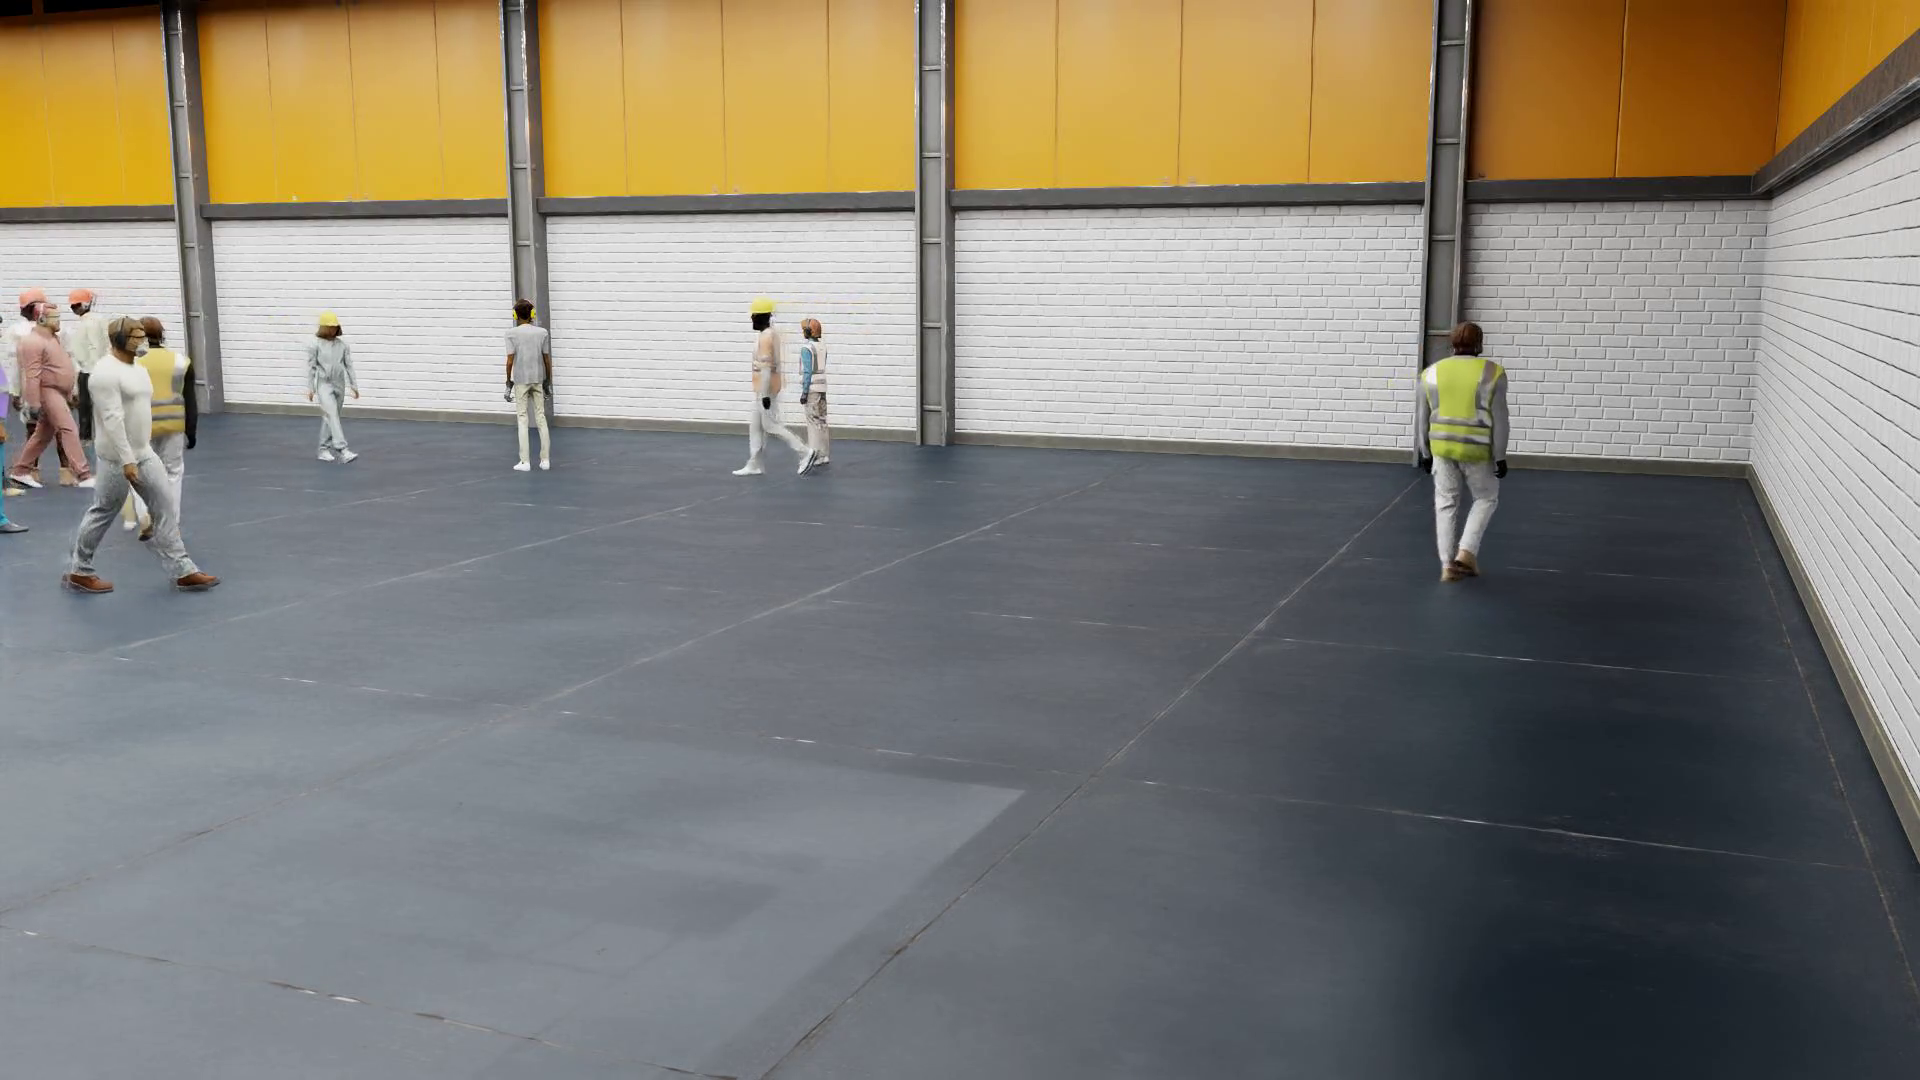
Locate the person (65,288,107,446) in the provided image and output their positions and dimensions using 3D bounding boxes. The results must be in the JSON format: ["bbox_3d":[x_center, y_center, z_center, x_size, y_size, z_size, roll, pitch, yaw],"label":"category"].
[{"bbox_3d":[-10.609,-2.127,20.510,0.842,1.963,0.610,-8,12,-40],"label":"person"}]

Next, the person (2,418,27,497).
[{"bbox_3d":[-9.497,-1.305,15.976,0.868,1.814,0.522,0,9,3],"label":"person"}]

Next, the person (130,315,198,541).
[{"bbox_3d":[-6.441,-0.879,13.319,0.640,1.827,0.429,-6,11,-31],"label":"person"}]

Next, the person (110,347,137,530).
[{"bbox_3d":[-7.056,-0.907,14.142,0.502,1.613,0.620,-3,10,-18],"label":"person"}]

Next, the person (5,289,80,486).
[{"bbox_3d":[-9.306,-1.537,16.896,0.636,1.983,0.880,-8,12,-40],"label":"person"}]

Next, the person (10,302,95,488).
[{"bbox_3d":[-9.058,-1.428,16.553,0.969,1.866,0.654,-2,10,-11],"label":"person"}]

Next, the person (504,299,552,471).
[{"bbox_3d":[-4.695,-1.679,18.058,0.521,1.863,0.319,-6,11,-32],"label":"person"}]

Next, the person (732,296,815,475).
[{"bbox_3d":[-1.978,-1.614,17.557,0.817,1.904,0.591,-1,9,-4],"label":"person"}]

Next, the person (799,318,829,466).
[{"bbox_3d":[-1.626,-1.639,18.485,0.309,1.639,0.523,3,10,19],"label":"person"}]

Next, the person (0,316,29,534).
[{"bbox_3d":[-8.086,-0.966,13.811,0.388,1.837,0.564,-9,13,-43],"label":"person"}]

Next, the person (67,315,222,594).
[{"bbox_3d":[-5.616,-0.562,11.224,1.013,1.896,0.644,1,9,4],"label":"person"}]

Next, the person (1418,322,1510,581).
[{"bbox_3d":[3.529,-0.609,11.665,0.656,1.829,0.451,7,11,35],"label":"person"}]

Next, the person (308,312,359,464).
[{"bbox_3d":[-7.054,-1.716,18.760,0.891,1.687,0.506,7,12,37],"label":"person"}]
